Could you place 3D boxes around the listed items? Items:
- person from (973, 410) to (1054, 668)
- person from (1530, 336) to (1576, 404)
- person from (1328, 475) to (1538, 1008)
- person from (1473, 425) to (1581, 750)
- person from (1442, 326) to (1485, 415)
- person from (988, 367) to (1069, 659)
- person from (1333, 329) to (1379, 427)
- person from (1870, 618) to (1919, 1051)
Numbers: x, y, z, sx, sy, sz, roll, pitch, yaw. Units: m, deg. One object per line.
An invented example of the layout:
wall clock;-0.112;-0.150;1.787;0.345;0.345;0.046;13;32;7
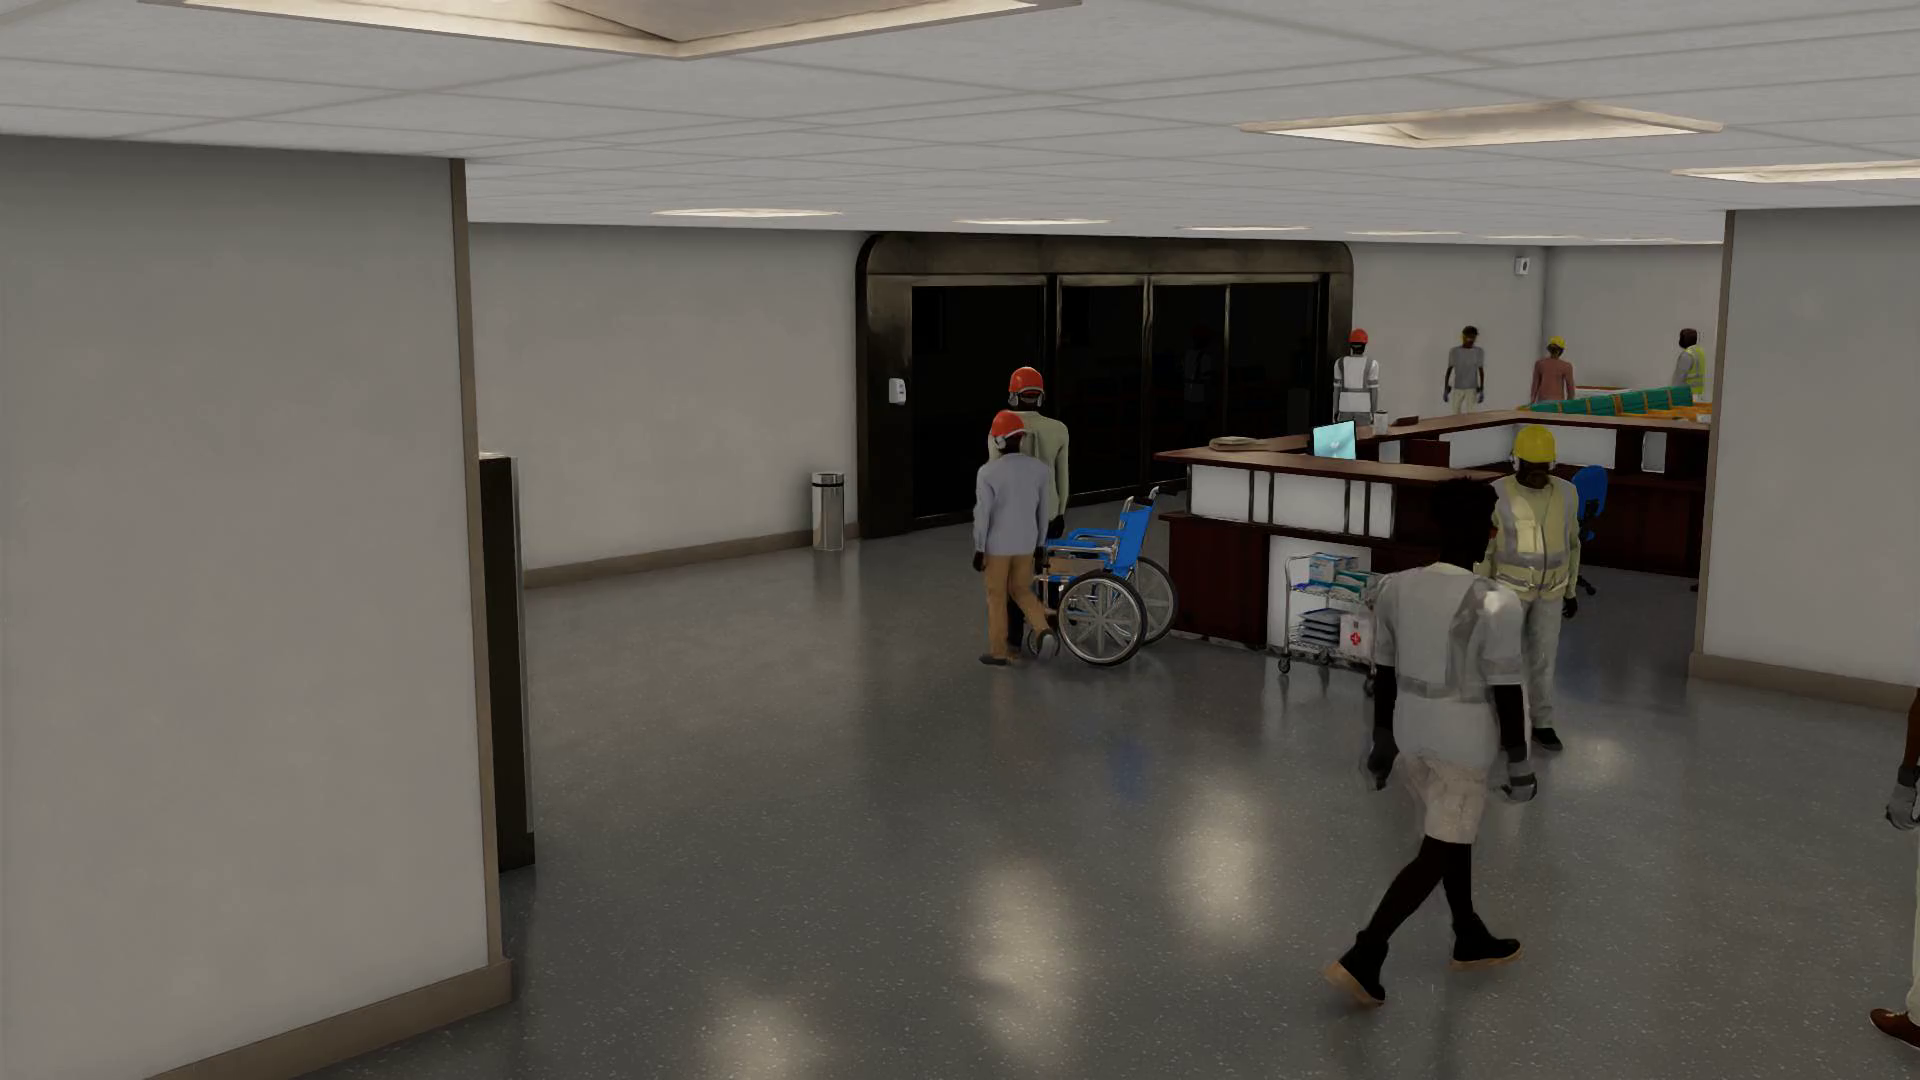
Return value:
person;0.347;0.011;10.956;0.567;1.738;0.547;-6;11;-33
person;8.163;-1.916;22.794;0.555;1.723;0.859;9;13;43
person;1.719;0.725;6.040;0.959;1.930;0.602;-4;10;-25
person;3.124;0.265;9.179;0.601;1.818;0.404;-1;9;-6
person;7.270;-2.166;24.000;0.599;1.847;0.411;3;10;19
person;0.456;-0.183;11.367;0.608;1.995;0.377;-4;10;-23
person;4.847;-1.616;20.364;0.547;1.933;0.384;5;10;27
person;3.415;0.822;5.630;0.510;1.862;0.324;-1;9;-4
